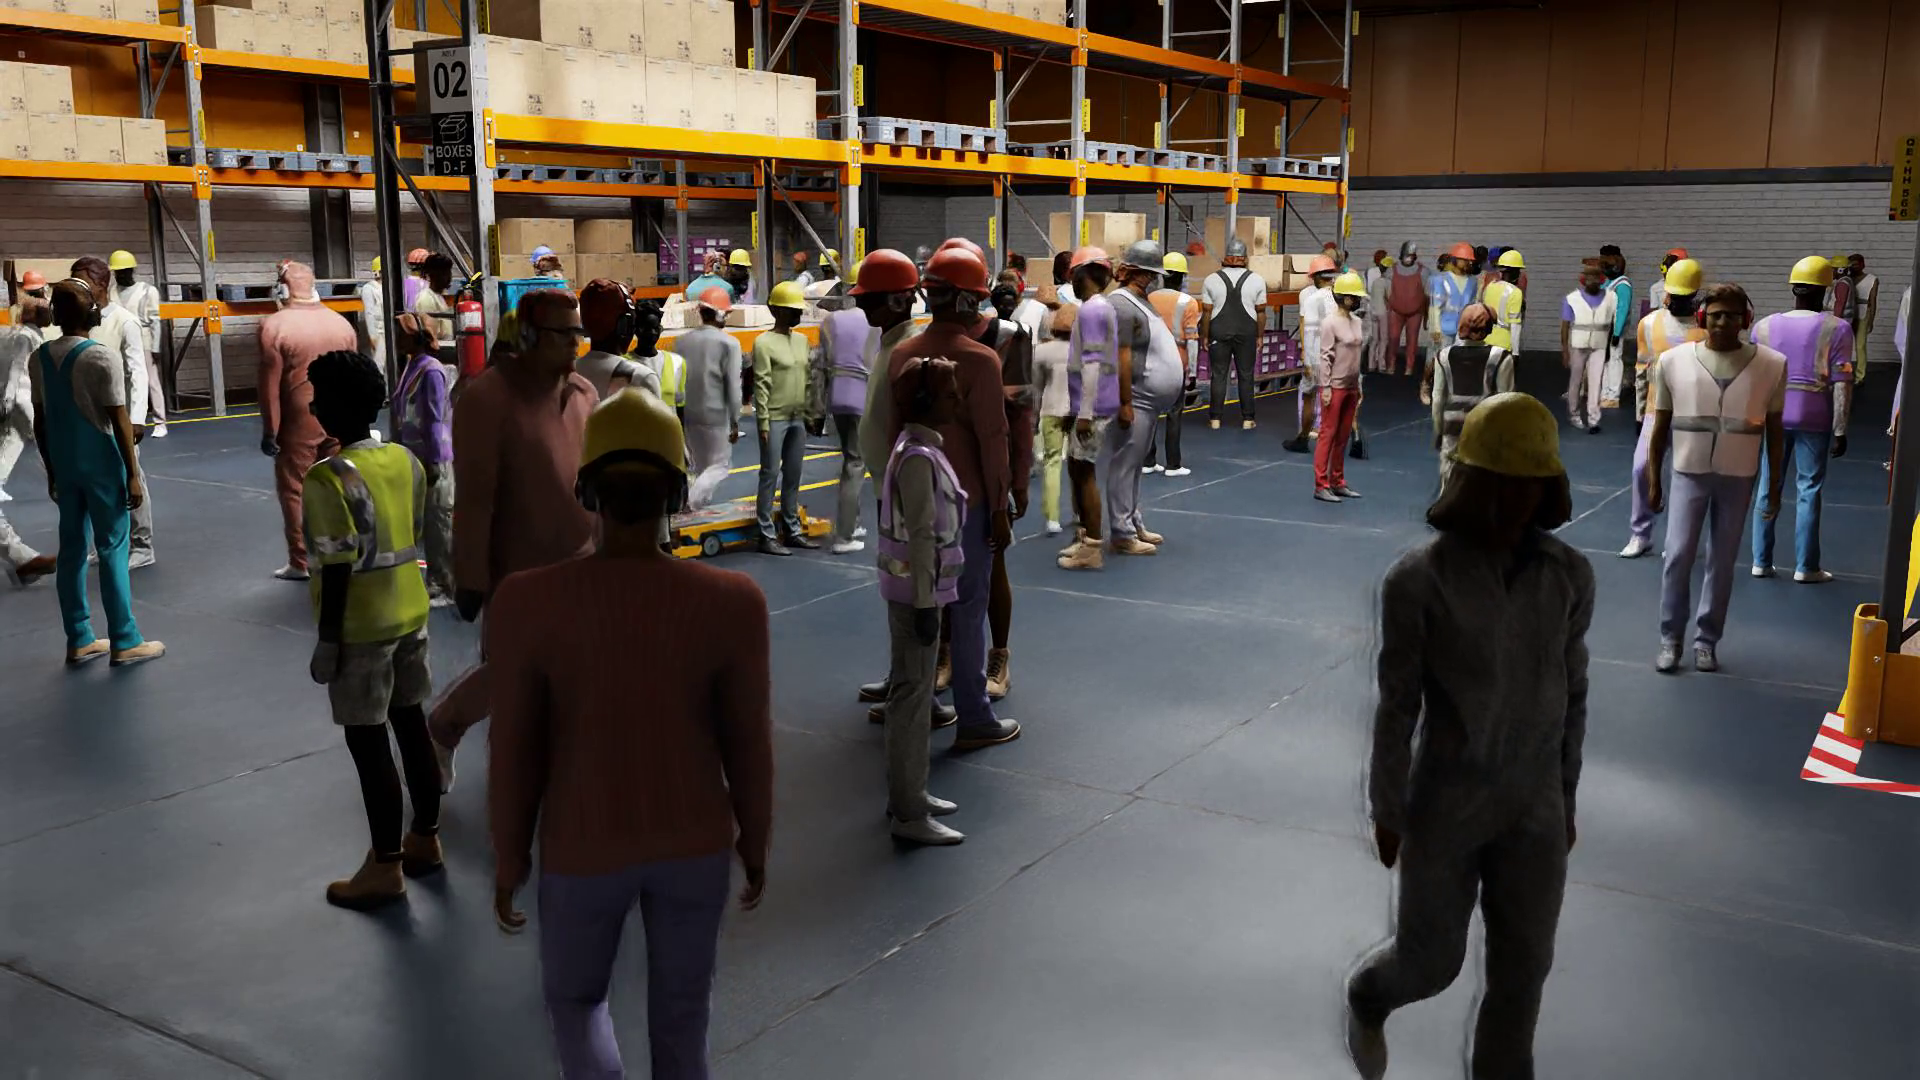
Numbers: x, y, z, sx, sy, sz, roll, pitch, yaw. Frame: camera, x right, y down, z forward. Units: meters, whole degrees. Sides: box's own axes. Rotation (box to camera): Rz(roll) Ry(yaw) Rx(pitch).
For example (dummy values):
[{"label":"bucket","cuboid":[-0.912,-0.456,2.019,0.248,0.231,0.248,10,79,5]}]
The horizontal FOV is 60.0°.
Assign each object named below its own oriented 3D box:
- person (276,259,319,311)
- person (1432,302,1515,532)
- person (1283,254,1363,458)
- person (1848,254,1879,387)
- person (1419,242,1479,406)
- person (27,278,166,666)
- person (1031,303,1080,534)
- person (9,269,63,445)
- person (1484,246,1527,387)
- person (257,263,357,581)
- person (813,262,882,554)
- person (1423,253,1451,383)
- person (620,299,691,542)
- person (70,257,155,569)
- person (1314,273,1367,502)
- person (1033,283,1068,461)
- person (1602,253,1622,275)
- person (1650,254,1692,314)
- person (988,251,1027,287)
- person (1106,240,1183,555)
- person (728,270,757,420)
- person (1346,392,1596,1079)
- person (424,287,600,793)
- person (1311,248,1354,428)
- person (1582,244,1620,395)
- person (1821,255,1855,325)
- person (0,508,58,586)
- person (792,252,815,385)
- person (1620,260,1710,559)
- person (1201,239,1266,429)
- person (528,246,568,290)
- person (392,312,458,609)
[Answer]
[{"label":"person","cuboid":[-6.539,-1.862,16.522,0.394,1.836,0.560,3,11,15]},{"label":"person","cuboid":[3.156,-0.635,10.256,0.512,1.642,0.312,8,13,38]},{"label":"person","cuboid":[3.431,-1.717,15.558,0.584,1.904,0.877,-5,12,-28]},{"label":"person","cuboid":[12.395,-3.036,23.048,0.411,1.831,0.572,-7,12,-34]},{"label":"person","cuboid":[5.799,-2.523,19.728,0.619,2.012,0.921,-2,10,-12]},{"label":"person","cuboid":[-4.127,-0.315,7.914,0.511,1.846,0.341,2,10,13]},{"label":"person","cuboid":[0.734,-0.852,11.600,0.514,1.587,0.850,2,10,11]},{"label":"person","cuboid":[-9.055,-1.800,16.444,0.574,1.739,0.353,-5,11,-24]},{"label":"person","cuboid":[7.427,-3.025,22.659,0.611,1.947,0.422,0,10,0]},{"label":"person","cuboid":[-3.915,-0.708,10.022,0.430,1.885,0.654,6,12,32]},{"label":"person","cuboid":[-0.655,-0.872,10.906,0.593,1.878,0.755,6,12,30]},{"label":"person","cuboid":[6.809,-3.125,23.520,0.505,1.838,0.350,2,10,13]},{"label":"person","cuboid":[-1.766,-0.511,9.413,0.536,1.696,0.321,-8,13,-39]},{"label":"person","cuboid":[-5.251,-0.777,10.273,0.600,1.917,0.376,5,11,26]},{"label":"person","cuboid":[2.982,-1.180,12.937,0.321,1.766,0.535,10,14,43]},{"label":"person","cuboid":[0.799,-1.542,15.305,0.507,1.631,0.277,-3,11,-16]},{"label":"person","cuboid":[10.419,-3.702,26.696,0.344,1.842,0.506,10,14,43]},{"label":"person","cuboid":[8.110,-2.330,19.052,0.510,1.860,0.333,0,10,1]},{"label":"person","cuboid":[0.611,-2.615,20.560,0.575,1.882,0.360,1,10,3]},{"label":"person","cuboid":[1.180,-0.937,10.820,0.537,2.000,0.678,3,11,15]},{"label":"person","cuboid":[-2.453,-2.168,18.633,0.553,1.682,0.549,4,11,20]},{"label":"person","cuboid":[1.093,0.529,3.584,0.486,1.723,0.612,-2,10,-11]},{"label":"person","cuboid":[-1.530,0.052,5.814,0.766,1.871,0.670,6,12,29]},{"label":"person","cuboid":[3.952,-2.133,17.731,0.370,1.940,0.627,-4,11,-19]},{"label":"person","cuboid":[8.352,-2.824,21.487,0.368,1.966,0.603,0,10,2]},{"label":"person","cuboid":[11.978,-2.974,22.717,0.403,1.824,0.593,6,12,29]},{"label":"person","cuboid":[-5.744,-0.600,9.415,1.098,1.869,0.625,-3,11,-16]},{"label":"person","cuboid":[-2.167,-3.092,23.323,0.340,1.855,0.730,1,10,4]},{"label":"person","cuboid":[4.487,-0.798,10.458,0.589,1.893,0.636,9,13,40]},{"label":"person","cuboid":[2.941,-2.217,17.916,0.690,2.000,0.538,2,10,9]},{"label":"person","cuboid":[-4.493,-2.218,18.171,0.380,1.951,0.607,3,11,15]},{"label":"person","cuboid":[-2.949,-0.441,9.216,0.311,1.633,0.518,-6,12,-31]}]
